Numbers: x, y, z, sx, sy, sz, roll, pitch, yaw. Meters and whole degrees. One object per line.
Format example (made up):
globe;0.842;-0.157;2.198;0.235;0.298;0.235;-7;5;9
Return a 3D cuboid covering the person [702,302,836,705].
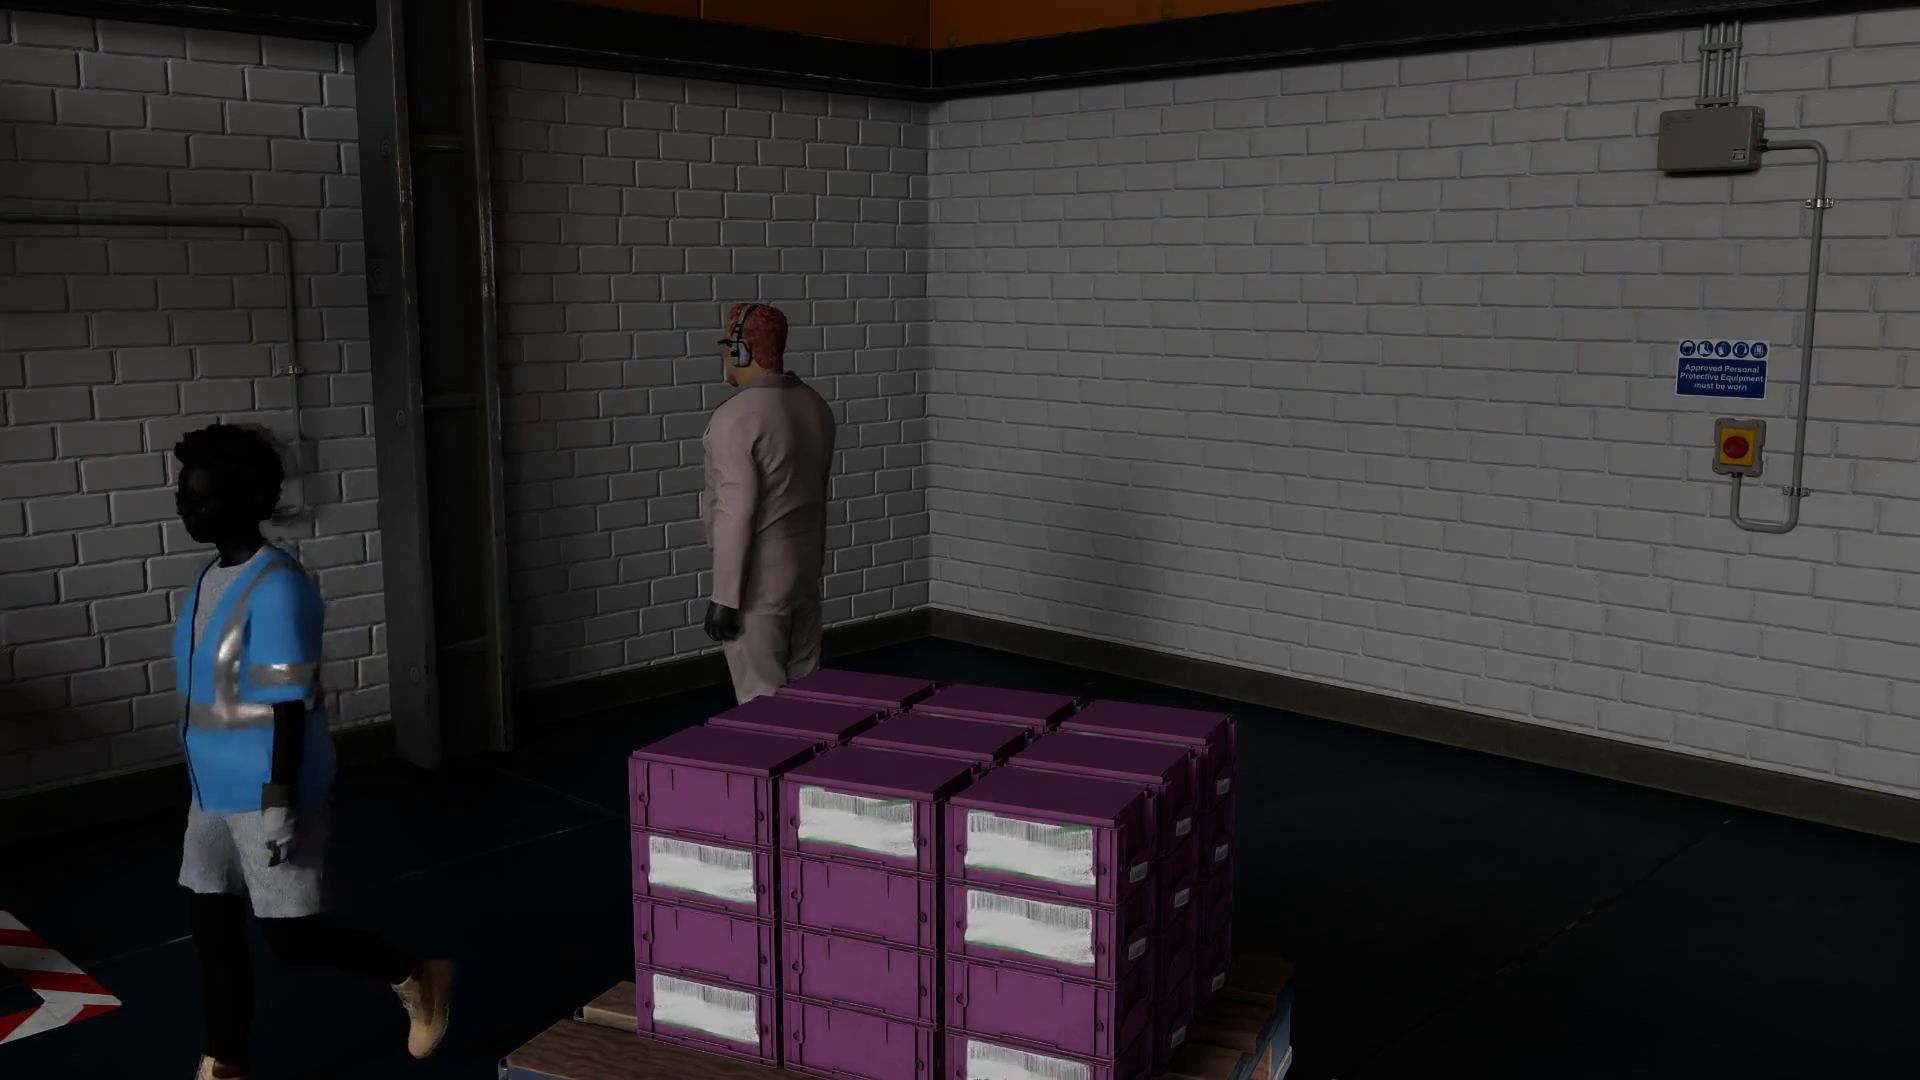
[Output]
person;-0.695;0.132;5.813;0.400;1.907;0.645;5;10;26

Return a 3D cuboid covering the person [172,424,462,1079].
person;-1.589;0.556;3.905;0.541;1.677;0.672;8;12;41
